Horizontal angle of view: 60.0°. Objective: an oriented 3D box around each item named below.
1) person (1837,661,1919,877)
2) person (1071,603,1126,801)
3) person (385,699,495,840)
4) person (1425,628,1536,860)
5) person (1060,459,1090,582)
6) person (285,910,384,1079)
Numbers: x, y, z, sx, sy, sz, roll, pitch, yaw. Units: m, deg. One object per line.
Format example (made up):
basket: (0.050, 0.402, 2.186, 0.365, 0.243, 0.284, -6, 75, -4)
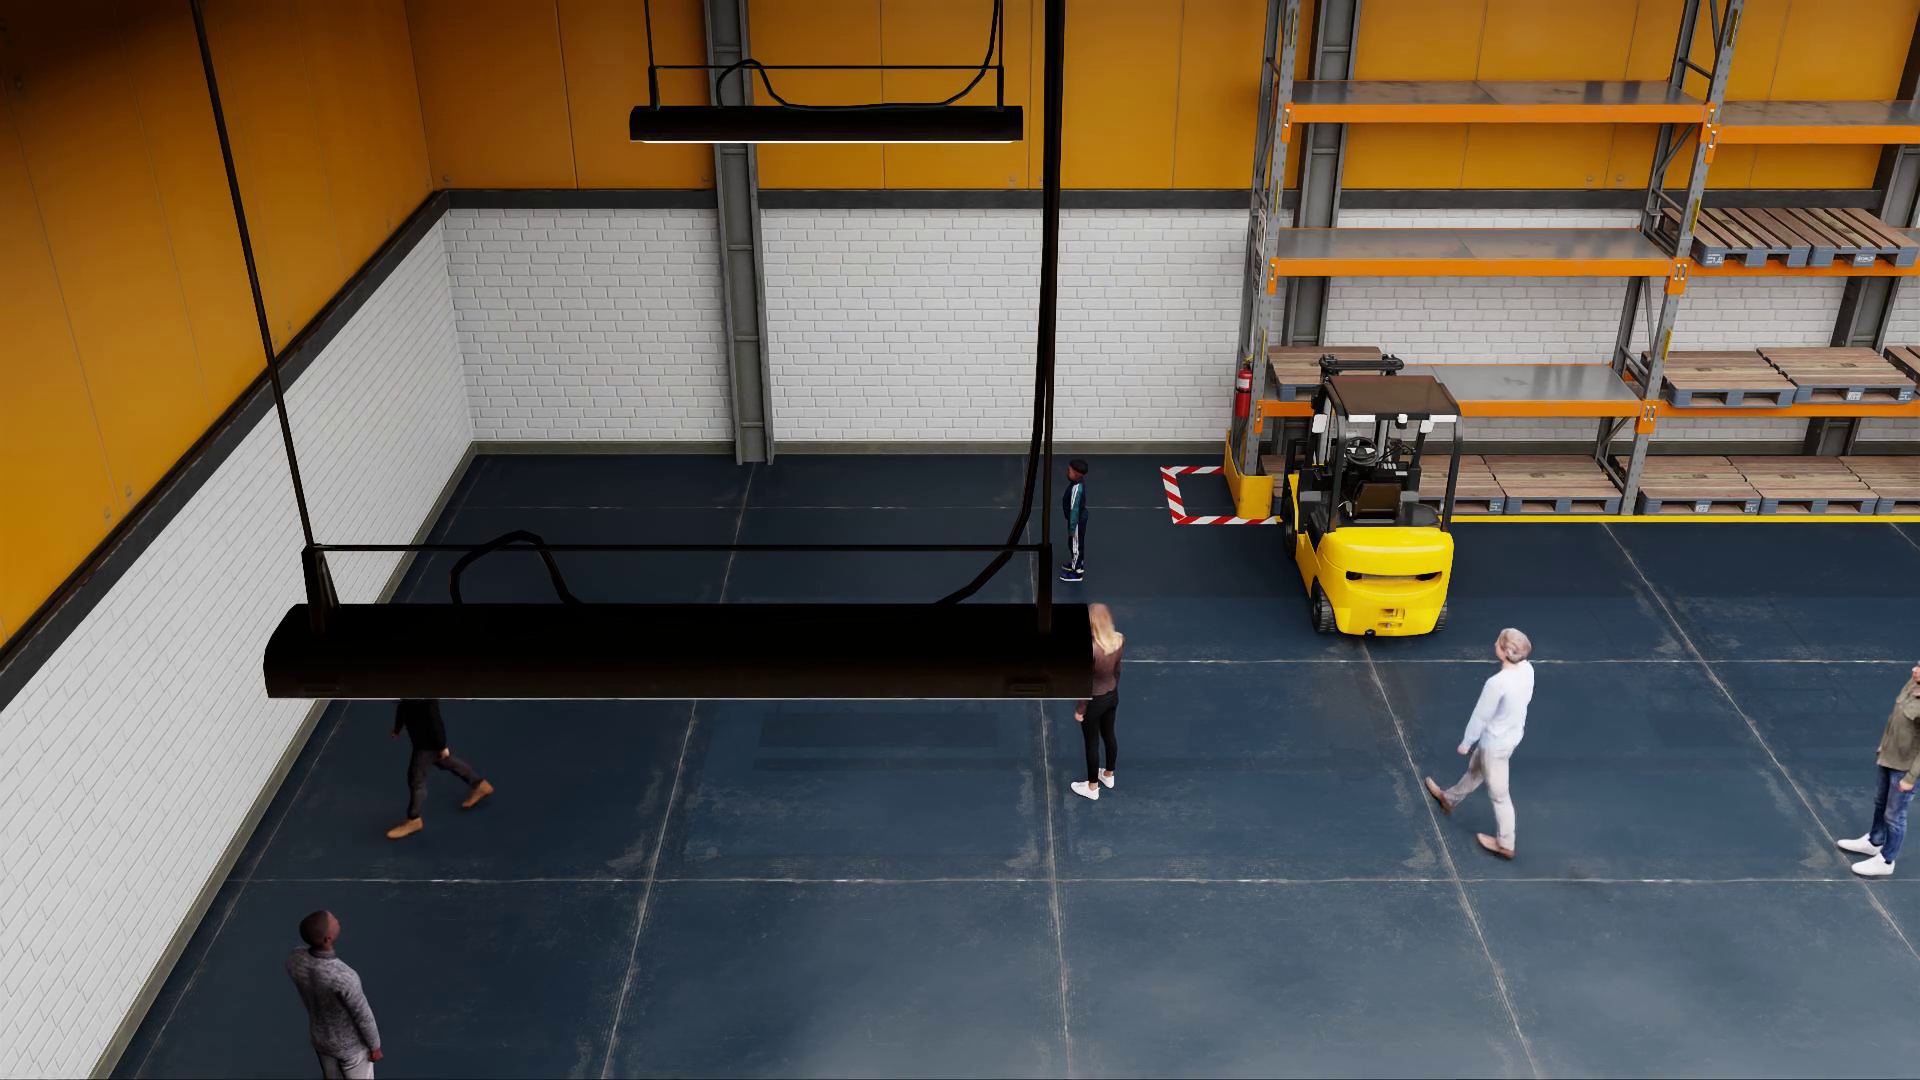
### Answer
person: (6.866, 1.619, 12.077, 0.614, 1.864, 0.734, 4, 29, 7)
person: (1.082, 1.244, 12.932, 0.659, 1.704, 0.720, -25, 38, -38)
person: (-3.975, 1.434, 12.594, 1.199, 1.694, 0.985, -14, 32, -24)
person: (4.043, 1.530, 12.246, 1.151, 1.860, 1.198, -25, 37, -37)
person: (1.127, -0.213, 16.071, 0.504, 1.255, 0.527, 4, 29, 7)
person: (-3.646, 2.916, 9.730, 0.632, 1.835, 0.798, 12, 31, 21)
